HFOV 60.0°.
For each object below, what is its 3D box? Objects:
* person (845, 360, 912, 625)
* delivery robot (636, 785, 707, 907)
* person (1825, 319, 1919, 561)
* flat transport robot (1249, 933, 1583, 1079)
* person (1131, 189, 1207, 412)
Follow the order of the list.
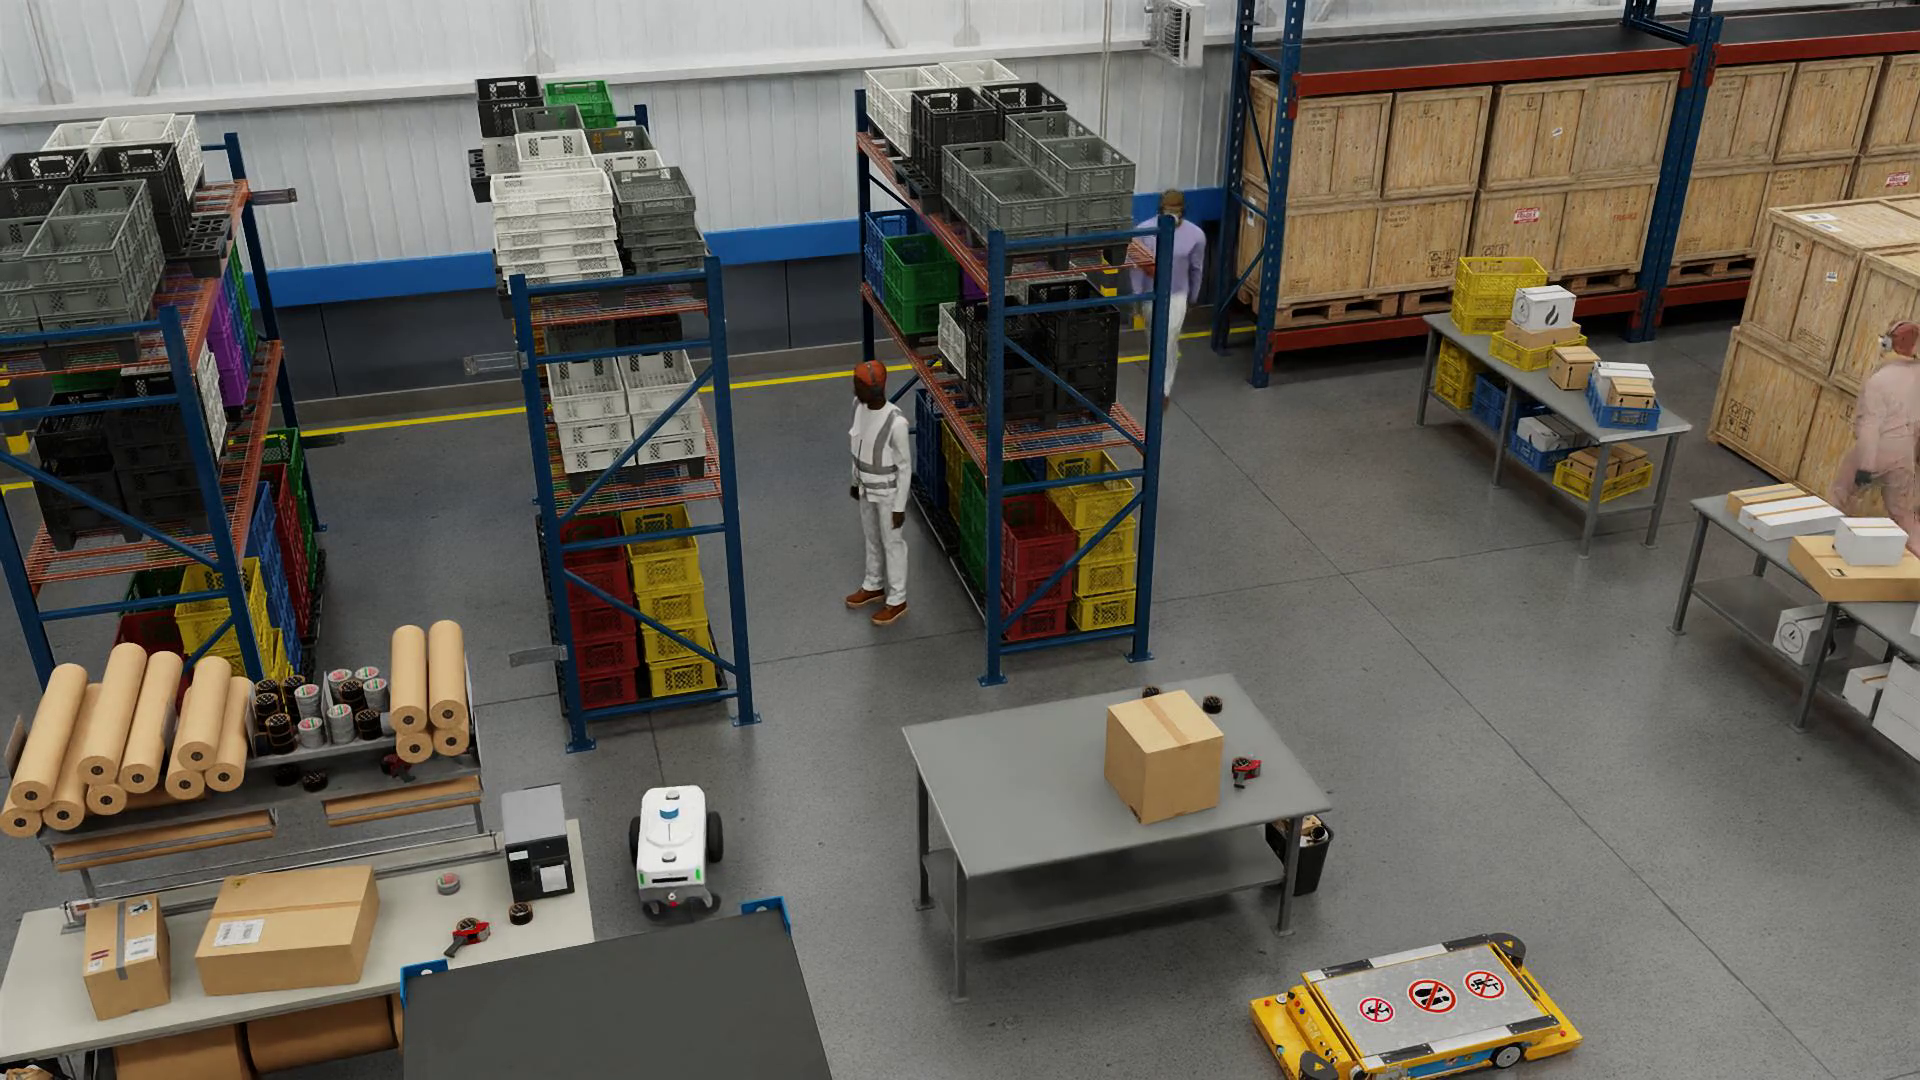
[{"bbox_3d":[-0.542,-0.329,11.067,0.357,1.886,0.573,-19,34,-31],"label":"person"},{"bbox_3d":[-1.526,1.602,8.831,0.477,0.478,0.707,-3,29,-6],"label":"delivery robot"},{"bbox_3d":[6.503,-0.614,11.639,0.649,1.847,1.054,-12,31,-21],"label":"person"},{"bbox_3d":[2.184,2.282,7.980,1.431,0.197,0.652,-8,30,-14],"label":"flat transport robot"},{"bbox_3d":[1.795,-2.161,14.391,0.623,1.905,0.966,6,29,11],"label":"person"}]
